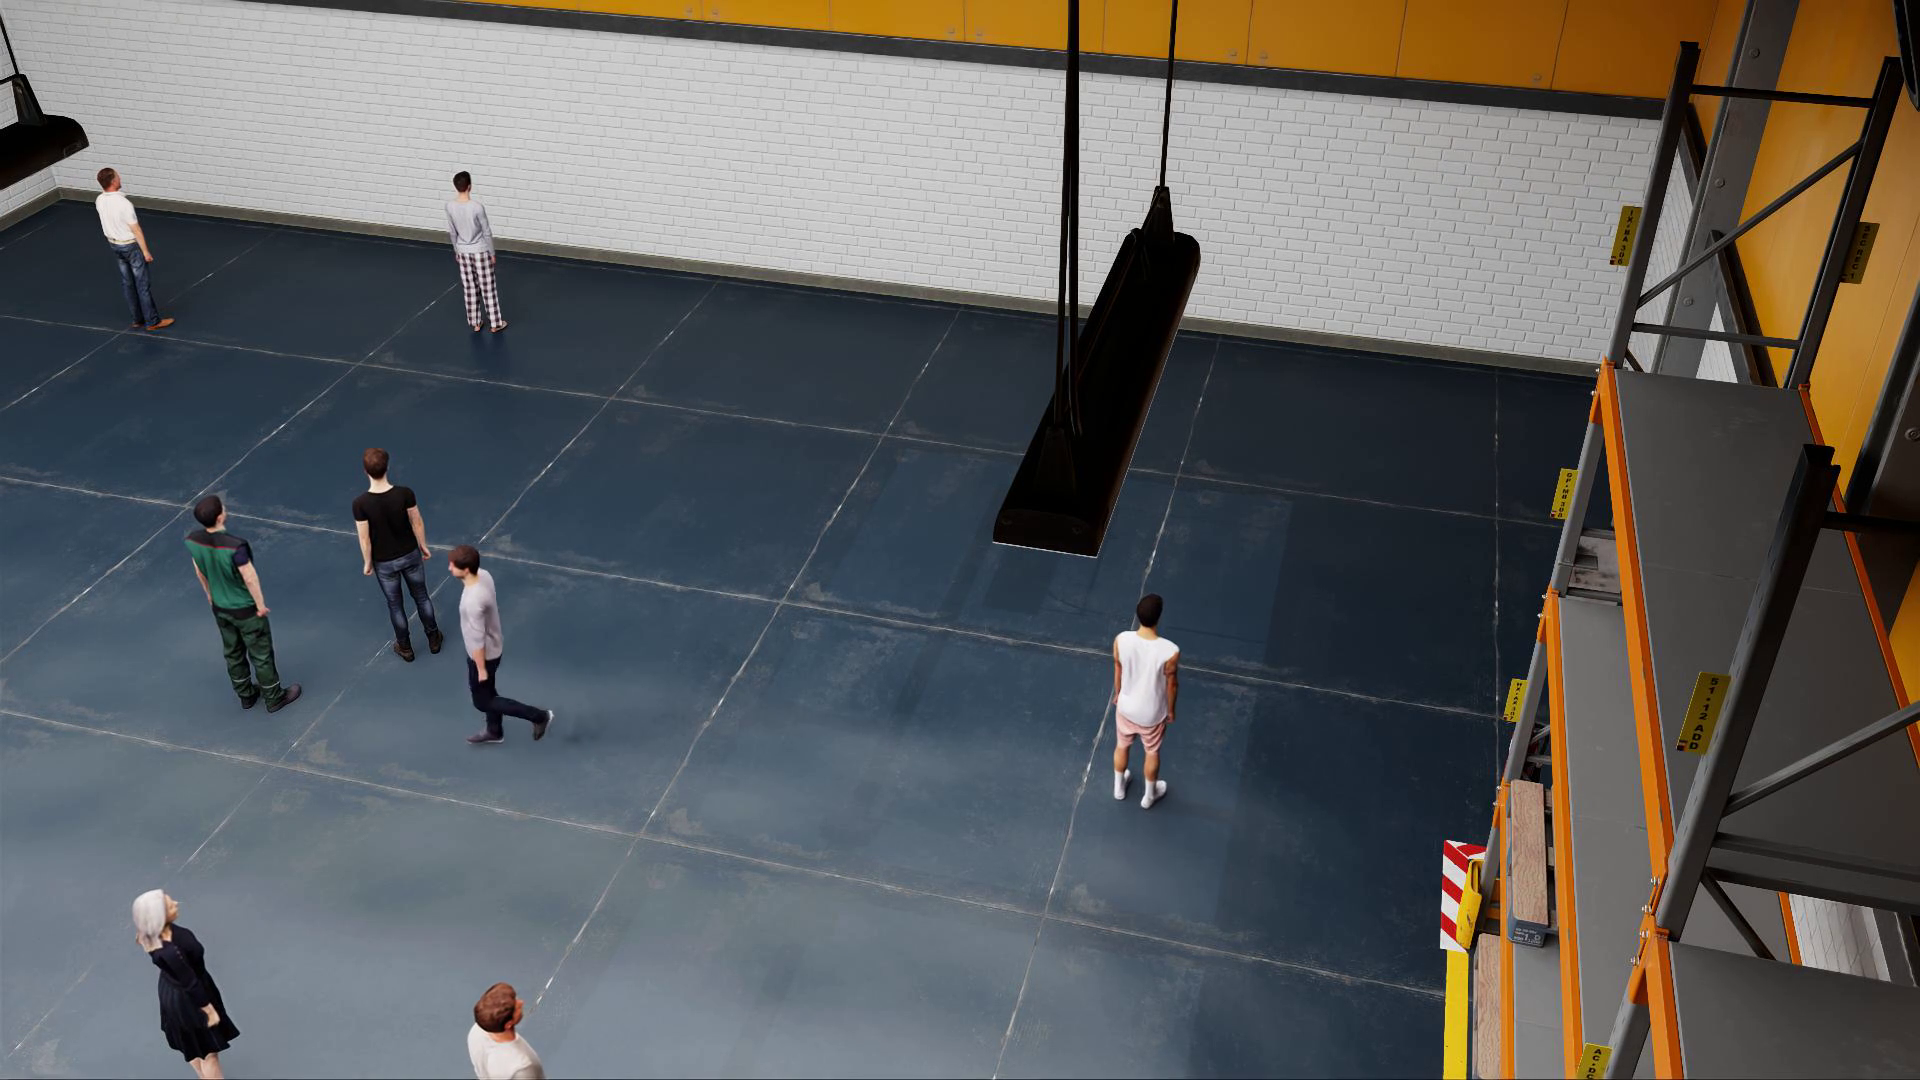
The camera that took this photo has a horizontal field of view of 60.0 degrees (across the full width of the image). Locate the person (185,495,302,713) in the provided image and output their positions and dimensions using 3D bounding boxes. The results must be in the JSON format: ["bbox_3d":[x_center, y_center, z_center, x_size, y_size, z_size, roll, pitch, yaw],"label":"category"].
[{"bbox_3d":[-5.568,0.489,12.801,0.668,1.900,0.570,10,35,15],"label":"person"}]

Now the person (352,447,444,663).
[{"bbox_3d":[-4.527,0.126,13.352,0.745,1.895,0.798,-17,37,-24],"label":"person"}]

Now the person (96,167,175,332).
[{"bbox_3d":[-9.240,-3.228,18.434,0.708,1.855,0.634,16,37,22],"label":"person"}]

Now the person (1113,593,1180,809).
[{"bbox_3d":[1.300,1.161,11.891,0.666,1.787,0.619,15,36,21],"label":"person"}]

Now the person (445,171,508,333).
[{"bbox_3d":[-5.362,-3.170,18.353,0.646,1.848,0.565,4,34,6],"label":"person"}]

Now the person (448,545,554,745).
[{"bbox_3d":[-3.454,0.805,12.393,0.947,1.824,0.980,-5,34,-8],"label":"person"}]

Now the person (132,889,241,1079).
[{"bbox_3d":[-4.462,2.678,9.646,0.693,1.747,0.715,29,43,36],"label":"person"}]

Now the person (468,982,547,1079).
[{"bbox_3d":[-2.354,3.085,8.891,0.755,1.904,0.756,27,42,35],"label":"person"}]
